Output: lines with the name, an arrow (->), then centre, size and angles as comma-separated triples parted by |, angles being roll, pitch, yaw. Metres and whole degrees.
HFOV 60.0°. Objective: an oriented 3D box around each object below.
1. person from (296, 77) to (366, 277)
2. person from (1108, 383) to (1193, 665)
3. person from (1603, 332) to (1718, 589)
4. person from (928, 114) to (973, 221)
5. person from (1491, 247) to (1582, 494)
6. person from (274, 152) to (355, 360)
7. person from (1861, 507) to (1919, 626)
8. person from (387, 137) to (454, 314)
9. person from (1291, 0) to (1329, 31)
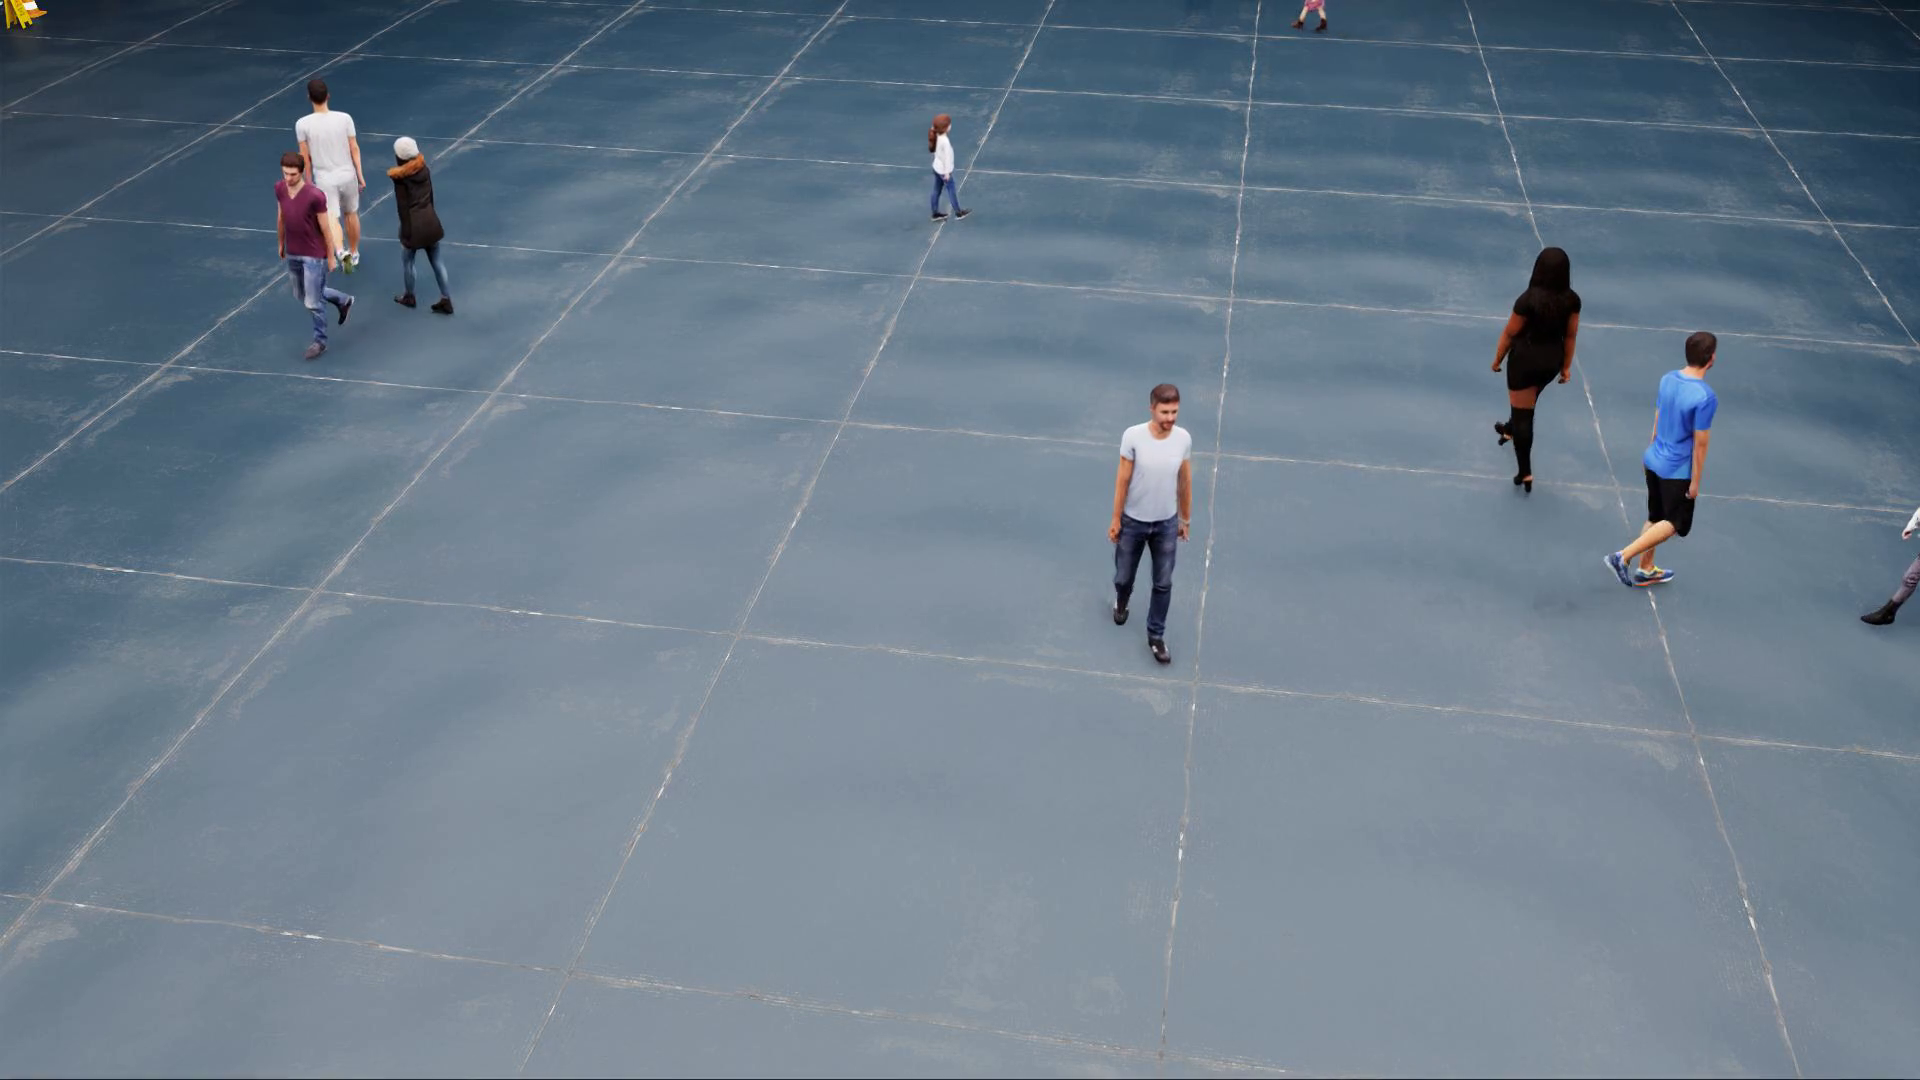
person -> -5.839, -3.366, 15.554 | 1.119, 1.837, 1.089 | -12, 34, -19
person -> 1.168, -0.153, 10.444 | 0.901, 1.856, 0.878 | -3, 32, -5
person -> 4.592, -0.457, 10.942 | 0.996, 1.839, 0.858 | -7, 33, -11
person -> -0.217, -3.773, 16.891 | 0.727, 1.101, 0.646 | -15, 35, -22
person -> 4.213, -1.196, 12.143 | 1.143, 1.806, 0.932 | -3, 32, -4
person -> -5.492, -2.468, 14.155 | 0.992, 1.812, 0.958 | 17, 36, 25
person -> 6.376, -0.002, 10.762 | 0.940, 1.260, 0.589 | 0, 32, 0
person -> -4.760, -2.769, 14.817 | 0.942, 1.614, 0.805 | 17, 36, 25
person -> 4.934, -7.517, 22.913 | 0.789, 1.006, 0.579 | 16, 36, 24
